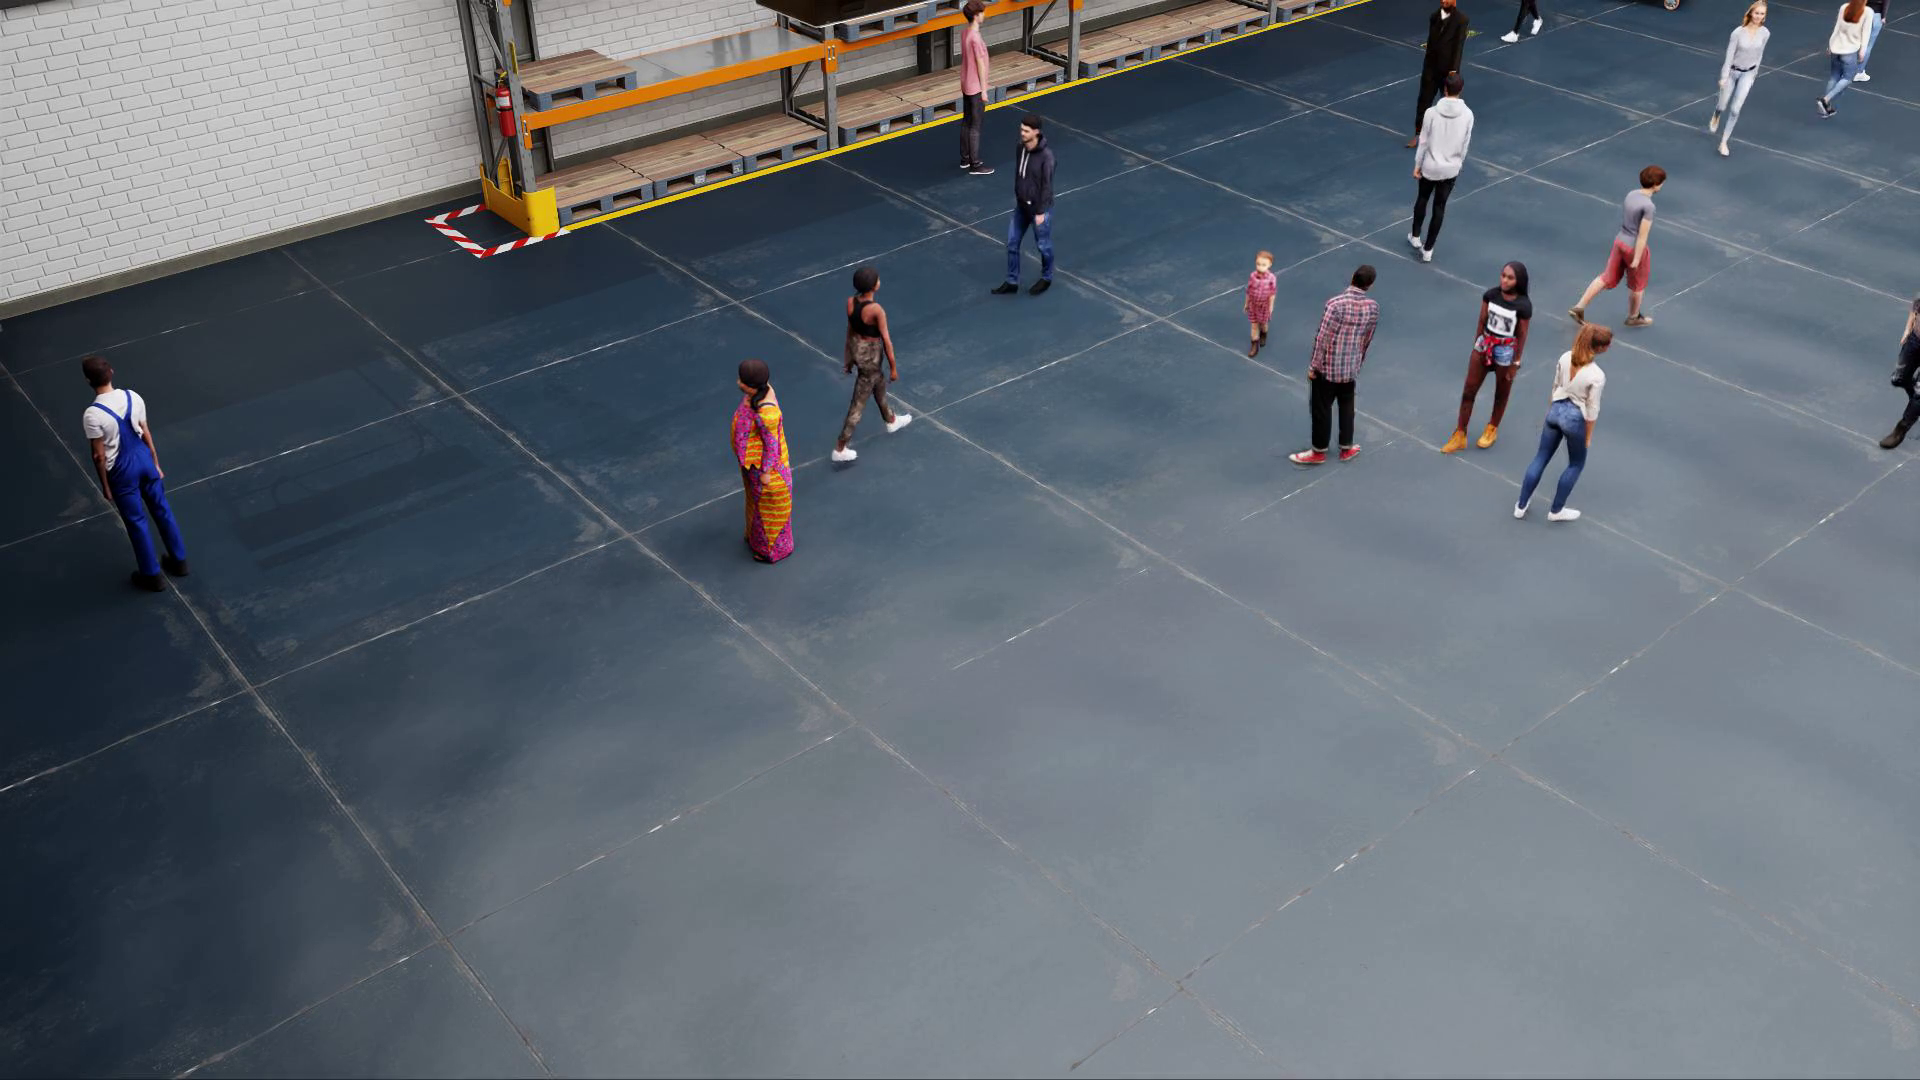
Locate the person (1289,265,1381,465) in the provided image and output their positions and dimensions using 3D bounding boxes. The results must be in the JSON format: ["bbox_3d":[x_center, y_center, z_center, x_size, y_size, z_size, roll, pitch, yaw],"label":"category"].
[{"bbox_3d":[3.059,-1.399,13.604,0.621,1.720,0.909,-25,41,-32],"label":"person"}]

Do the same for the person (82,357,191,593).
[{"bbox_3d":[-6.043,-0.492,12.125,0.744,1.847,0.612,18,38,25],"label":"person"}]

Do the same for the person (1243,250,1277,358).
[{"bbox_3d":[2.801,-2.224,15.484,0.546,1.014,0.631,12,36,18],"label":"person"}]

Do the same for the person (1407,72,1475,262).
[{"bbox_3d":[4.931,-3.771,17.010,0.927,1.900,0.999,7,34,10],"label":"person"}]

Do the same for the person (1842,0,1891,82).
[{"bbox_3d":[12.027,-6.935,22.007,0.630,1.638,0.687,-16,37,-23],"label":"person"}]

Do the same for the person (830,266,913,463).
[{"bbox_3d":[-0.826,-1.407,13.685,0.659,1.643,1.205,29,43,36],"label":"person"}]

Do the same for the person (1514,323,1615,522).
[{"bbox_3d":[4.657,-0.897,12.860,0.730,1.708,0.695,-21,39,-28],"label":"person"}]

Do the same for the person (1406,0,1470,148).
[{"bbox_3d":[5.800,-5.638,19.839,1.208,1.878,0.765,-29,43,-36],"label":"person"}]

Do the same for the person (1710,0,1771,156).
[{"bbox_3d":[9.213,-5.513,19.742,0.931,1.777,1.018,5,34,8],"label":"person"}]

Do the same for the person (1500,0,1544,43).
[{"bbox_3d":[8.123,-7.928,23.416,1.202,1.733,0.731,-24,40,-31],"label":"person"}]

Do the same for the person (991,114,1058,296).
[{"bbox_3d":[0.805,-3.298,16.330,0.882,1.864,0.684,-26,42,-34],"label":"person"}]

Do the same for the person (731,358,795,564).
[{"bbox_3d":[-1.492,-0.636,12.485,0.772,1.690,0.744,-11,35,-15],"label":"person"}]

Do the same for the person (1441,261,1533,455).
[{"bbox_3d":[4.508,-1.545,13.831,0.678,1.712,0.890,26,42,34],"label":"person"}]

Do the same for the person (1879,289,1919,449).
[{"bbox_3d":[8.160,-1.676,13.870,0.970,1.888,0.758,-19,38,-27],"label":"person"}]

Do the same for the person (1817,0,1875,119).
[{"bbox_3d":[10.932,-6.023,20.598,0.795,1.678,0.678,-19,38,-26],"label":"person"}]

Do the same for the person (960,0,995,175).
[{"bbox_3d":[0.147,-5.199,19.107,0.648,1.958,0.680,-13,36,-19],"label":"person"}]

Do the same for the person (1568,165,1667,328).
[{"bbox_3d":[6.241,-2.735,15.698,1.177,1.627,0.907,-9,35,-13],"label":"person"}]
